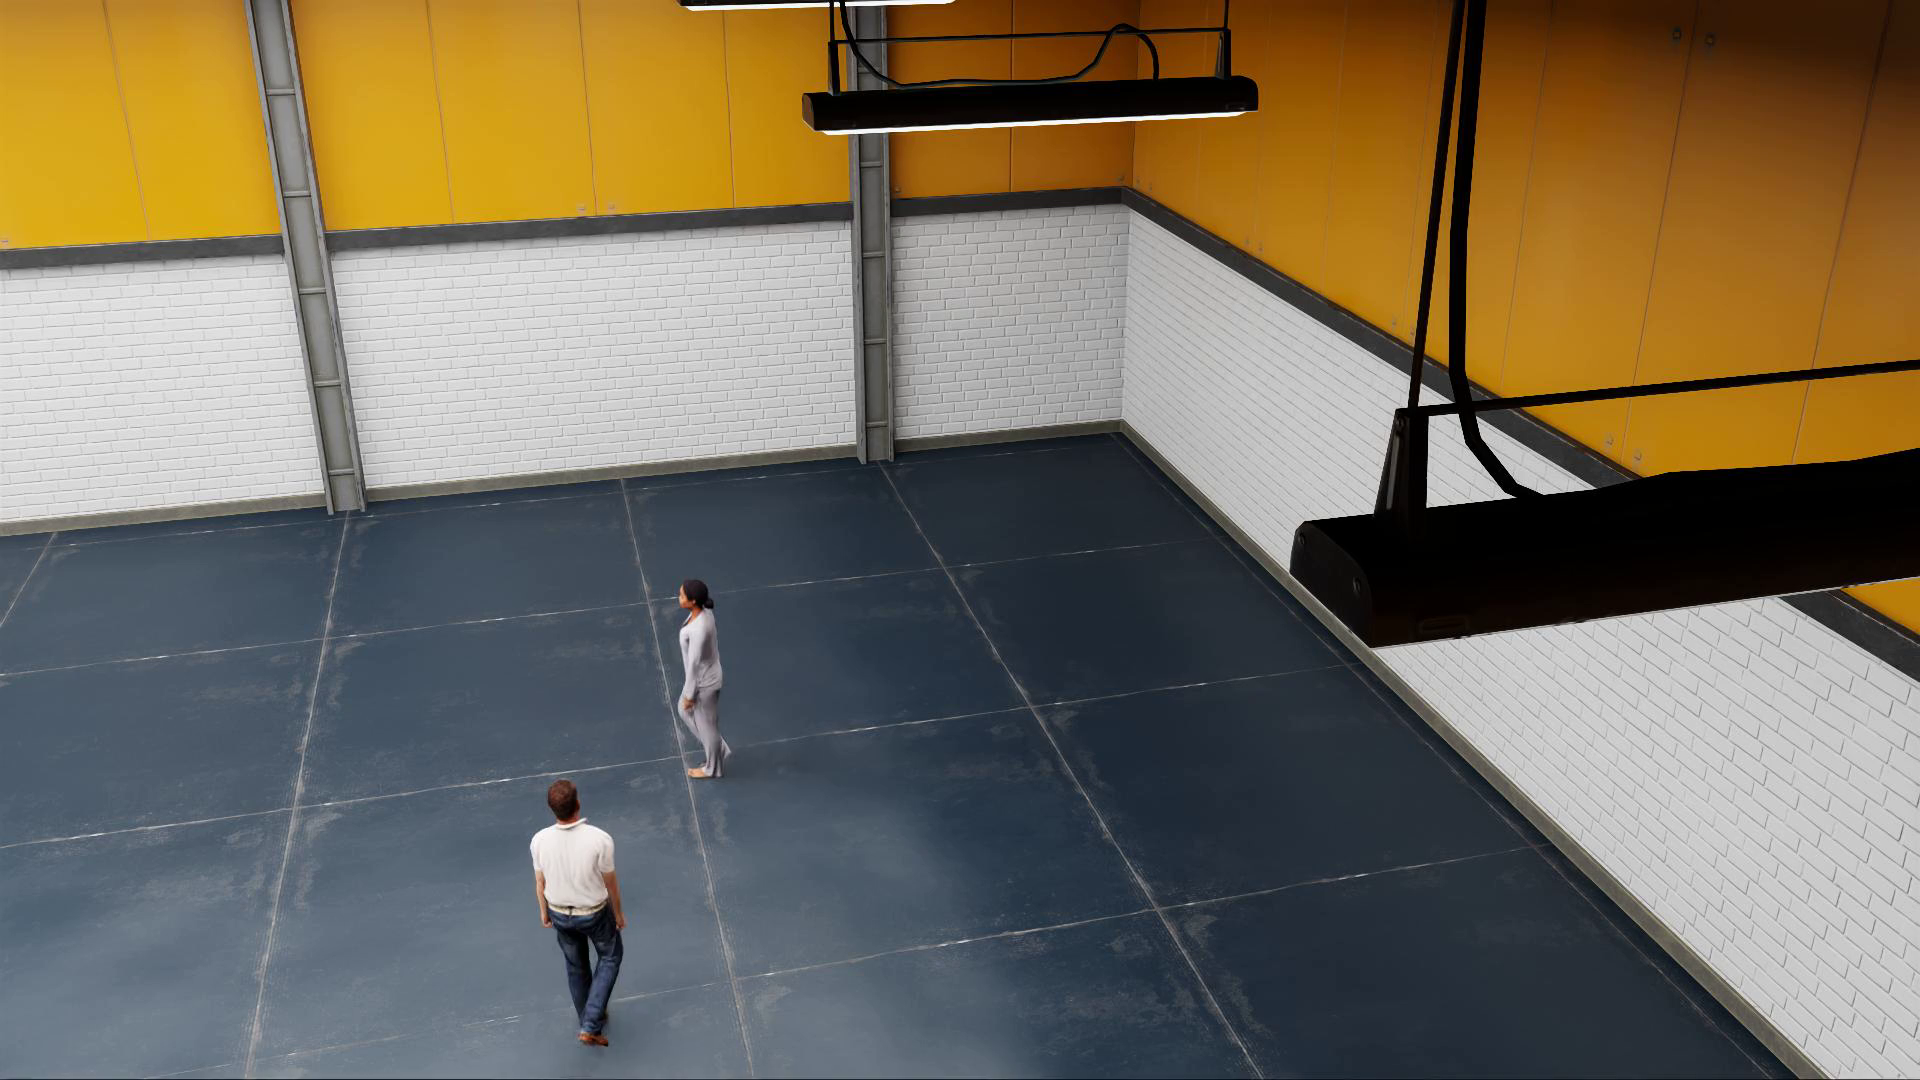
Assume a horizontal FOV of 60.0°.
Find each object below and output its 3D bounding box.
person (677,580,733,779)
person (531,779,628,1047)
[{"bbox_3d":[-1.931,1.093,13.014,0.703,1.727,0.718,-1,24,-3],"label":"person"},{"bbox_3d":[-2.316,2.329,10.044,0.854,1.842,0.891,2,24,5],"label":"person"}]
